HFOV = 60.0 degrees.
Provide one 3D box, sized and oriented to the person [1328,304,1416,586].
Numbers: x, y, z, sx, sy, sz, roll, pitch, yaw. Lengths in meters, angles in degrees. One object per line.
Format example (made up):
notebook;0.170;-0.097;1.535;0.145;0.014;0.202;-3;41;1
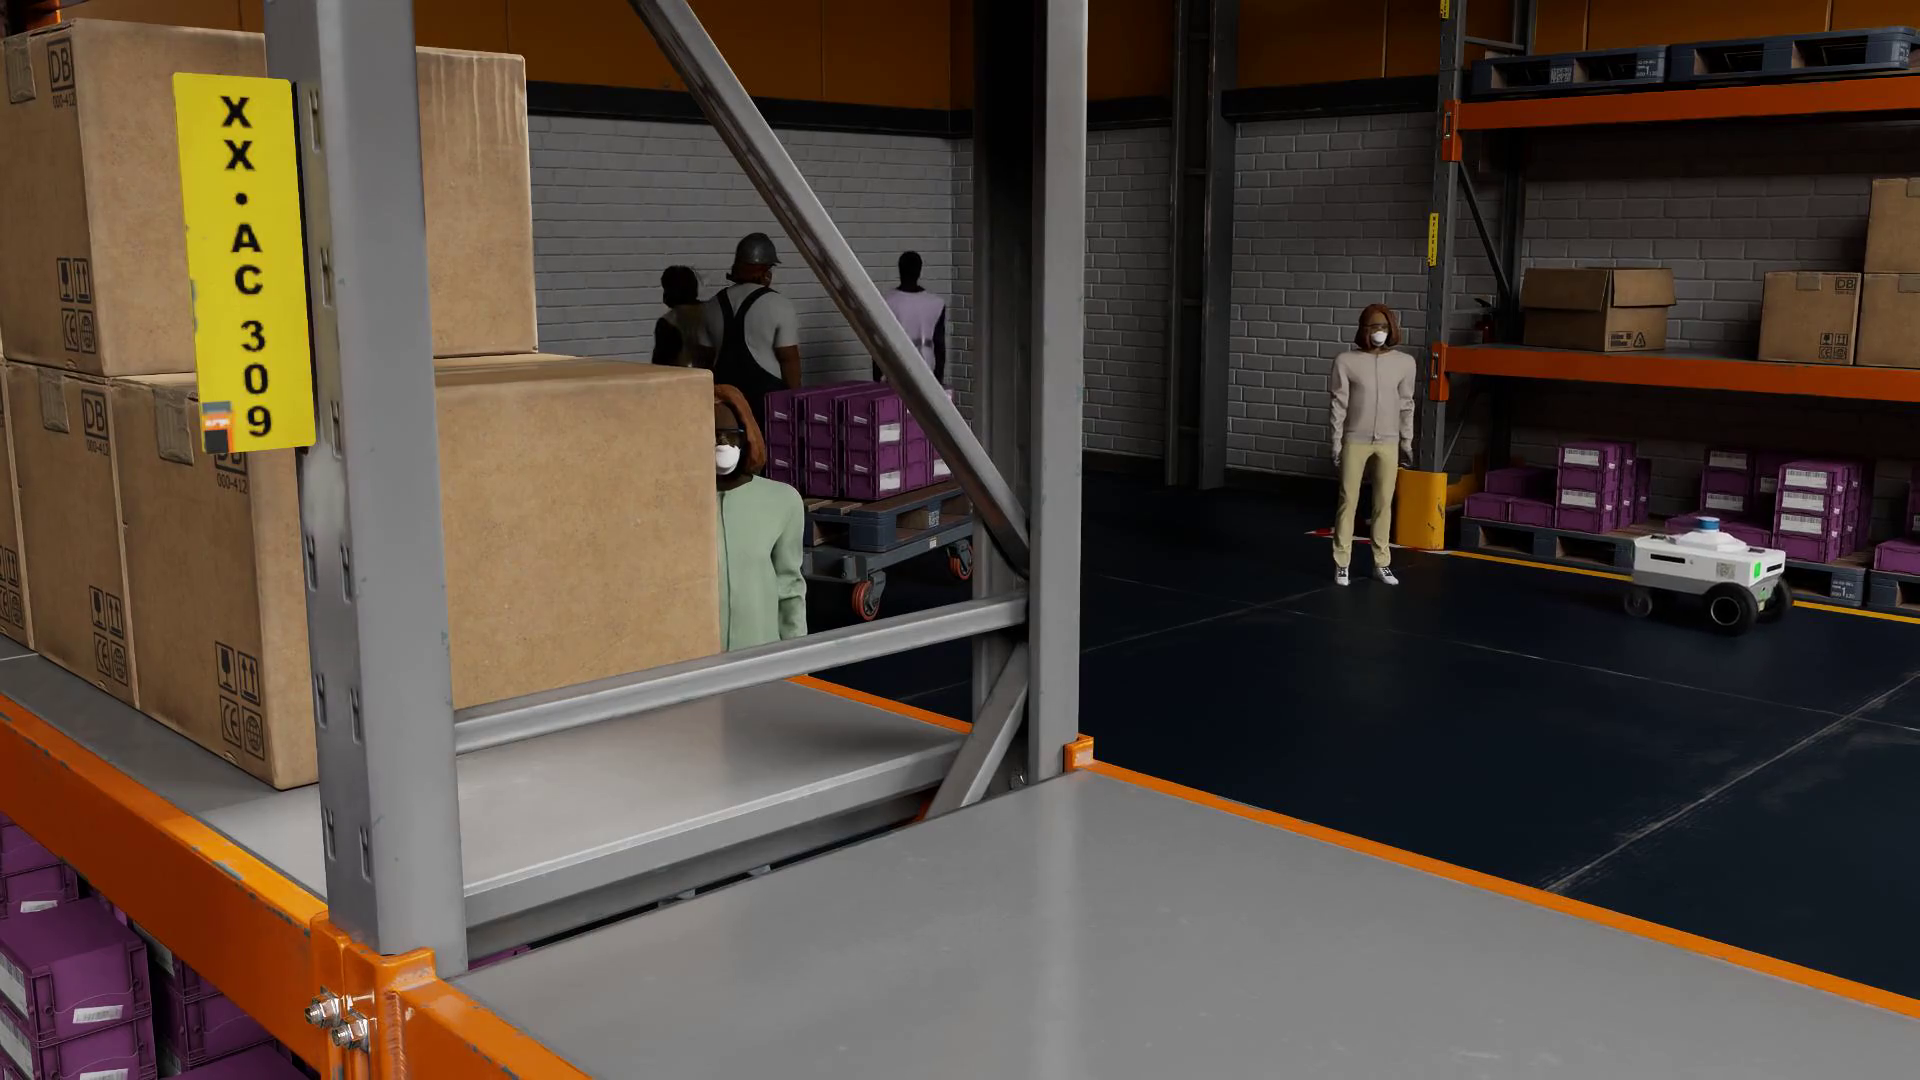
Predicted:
person;2.381;-0.544;9.636;0.511;1.630;0.269;-1;10;-3

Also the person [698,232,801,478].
person;-1.240;-0.876;10.322;0.681;2.000;0.536;6;12;29

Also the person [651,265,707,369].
person;-1.870;-0.881;10.935;0.698;1.819;0.650;5;11;25

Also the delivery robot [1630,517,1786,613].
delivery robot;3.887;0.122;8.675;0.477;0.478;0.707;-9;14;-40

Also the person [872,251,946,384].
person;-0.396;-1.348;13.279;0.606;1.899;0.552;-3;11;-16

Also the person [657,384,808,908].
person;-0.652;0.382;4.573;0.507;1.632;0.268;-5;11;-24
